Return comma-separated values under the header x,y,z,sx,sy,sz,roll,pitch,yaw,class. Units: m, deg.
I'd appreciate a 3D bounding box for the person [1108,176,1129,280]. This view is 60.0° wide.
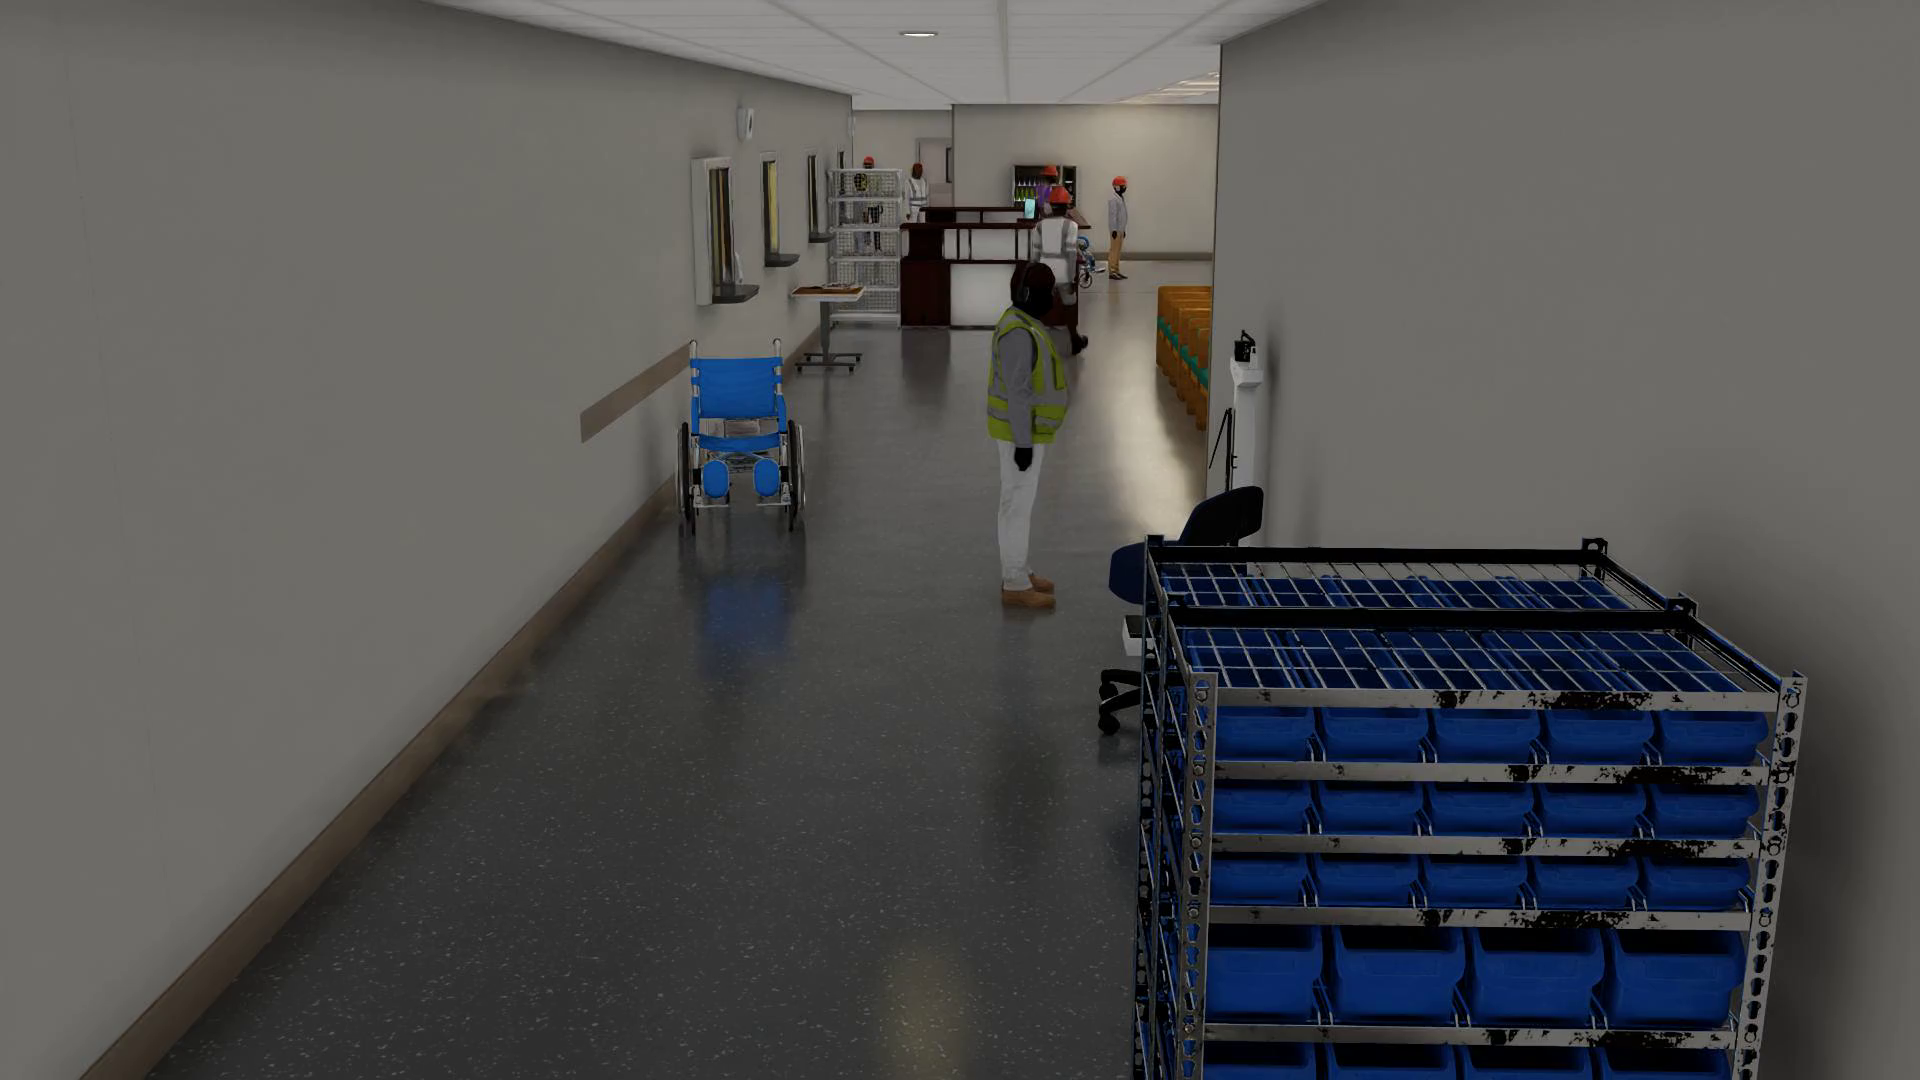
x,y,z,sx,sy,sz,roll,pitch,yaw,class
2.718,-5.350,28.521,0.321,1.755,0.566,5,15,20,person

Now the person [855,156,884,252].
x,y,z,sx,sy,sz,roll,pitch,yaw,class
-1.885,-6.986,34.692,0.609,1.986,0.390,1,14,3,person

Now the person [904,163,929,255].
x,y,z,sx,sy,sz,roll,pitch,yaw,class
-0.862,-6.640,33.525,0.568,1.878,0.351,-11,17,-37,person

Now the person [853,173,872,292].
x,y,z,sx,sy,sz,roll,pitch,yaw,class
-1.595,-4.871,26.375,0.321,1.861,0.514,-11,18,-38,person

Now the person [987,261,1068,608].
x,y,z,sx,sy,sz,roll,pitch,yaw,class
0.364,-0.568,8.954,0.430,1.841,0.624,1,14,6,person

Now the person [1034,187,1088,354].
x,y,z,sx,sy,sz,roll,pitch,yaw,class
1.116,-2.971,18.588,0.571,1.887,0.993,8,16,29,person
